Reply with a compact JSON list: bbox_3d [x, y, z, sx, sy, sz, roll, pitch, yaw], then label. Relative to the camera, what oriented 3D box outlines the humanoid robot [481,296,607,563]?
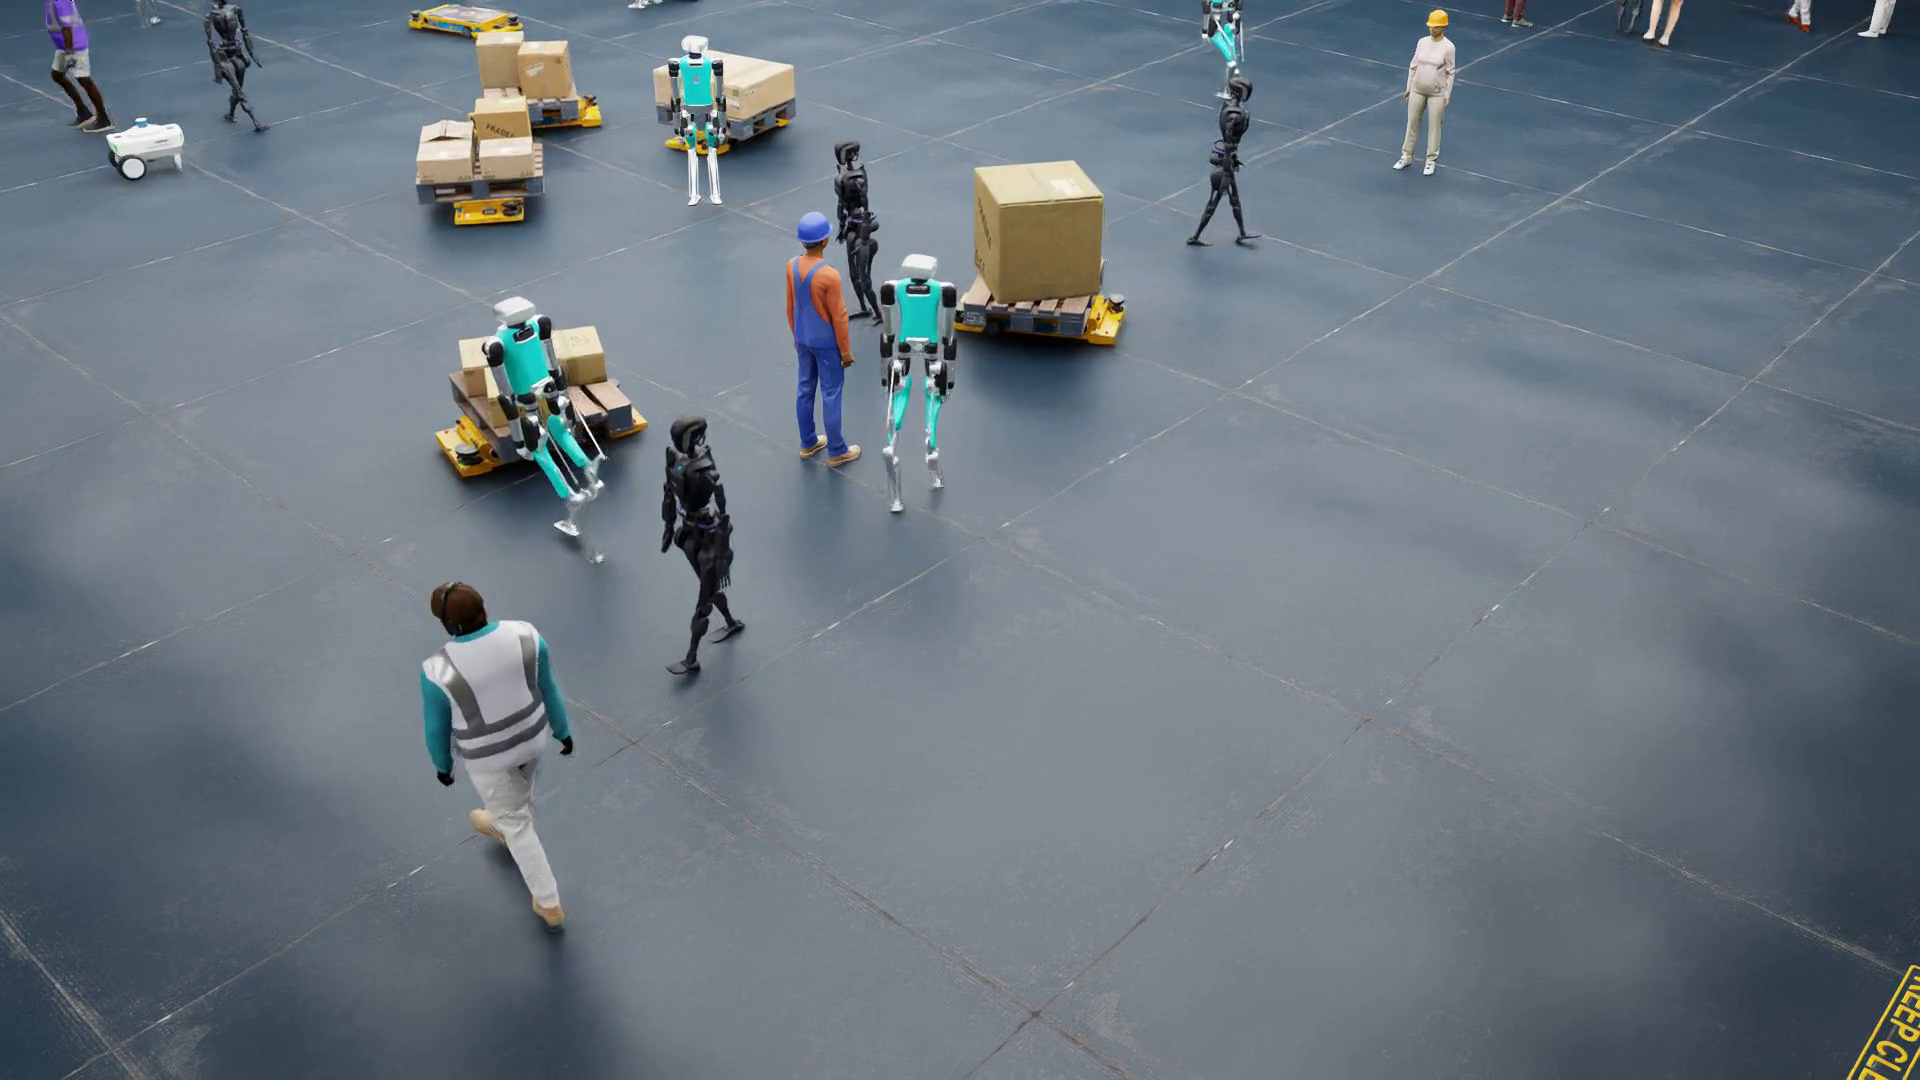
[{"bbox_3d":[-2.594,-0.637,10.891,0.797,1.886,0.557,19,37,28],"label":"humanoid robot"}]

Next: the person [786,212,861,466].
[{"bbox_3d":[-1.000,-1.430,11.902,0.516,1.912,0.363,20,37,29],"label":"person"}]

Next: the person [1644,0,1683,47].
[{"bbox_3d":[9.296,-7.339,21.491,0.562,1.826,0.548,3,32,4],"label":"person"}]

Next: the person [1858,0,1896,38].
[{"bbox_3d":[12.219,-7.441,21.834,0.514,1.641,0.308,-23,38,-32],"label":"person"}]

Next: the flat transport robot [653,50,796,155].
[{"bbox_3d":[-2.577,-4.606,18.570,0.659,0.231,1.431,18,36,26],"label":"flat transport robot"}]

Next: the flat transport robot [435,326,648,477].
[{"bbox_3d":[-3.157,-0.863,12.543,1.431,0.231,0.659,-18,36,-27],"label":"flat transport robot"}]

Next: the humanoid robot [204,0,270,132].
[{"bbox_3d":[-8.120,-5.394,18.570,0.844,1.617,0.592,15,35,22],"label":"humanoid robot"}]

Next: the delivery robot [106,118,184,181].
[{"bbox_3d":[-8.602,-4.126,17.546,0.786,0.614,0.523,-21,37,-29],"label":"delivery robot"}]

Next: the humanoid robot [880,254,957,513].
[{"bbox_3d":[-0.305,-0.994,11.390,0.537,1.775,0.818,2,32,4],"label":"humanoid robot"}]

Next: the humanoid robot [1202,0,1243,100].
[{"bbox_3d":[3.124,-5.886,19.269,0.544,1.793,0.854,-14,35,-22],"label":"humanoid robot"}]

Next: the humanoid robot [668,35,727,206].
[{"bbox_3d":[-2.541,-4.139,16.305,0.533,1.673,0.735,-3,32,-5],"label":"humanoid robot"}]

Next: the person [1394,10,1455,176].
[{"bbox_3d":[4.876,-4.654,17.293,0.476,1.696,0.327,21,38,30],"label":"person"}]

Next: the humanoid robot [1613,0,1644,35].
[{"bbox_3d":[8.873,-7.515,21.937,0.386,1.646,0.599,-27,41,-37],"label":"humanoid robot"}]

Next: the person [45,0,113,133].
[{"bbox_3d":[-9.890,-5.455,18.355,0.594,1.936,0.643,-19,37,-28],"label":"person"}]

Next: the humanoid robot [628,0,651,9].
[{"bbox_3d":[-4.443,-8.220,22.921,0.703,1.714,0.530,11,34,18],"label":"humanoid robot"}]

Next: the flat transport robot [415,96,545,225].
[{"bbox_3d":[-4.804,-3.526,16.832,0.659,0.231,1.431,-6,32,-10],"label":"flat transport robot"}]

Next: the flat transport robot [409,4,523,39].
[{"bbox_3d":[-6.668,-6.992,22.412,1.431,0.231,0.659,16,35,24],"label":"flat transport robot"}]

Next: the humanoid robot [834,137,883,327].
[{"bbox_3d":[-0.849,-2.597,14.015,0.375,1.652,0.593,-16,35,-23],"label":"humanoid robot"}]

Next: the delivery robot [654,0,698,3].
[{"bbox_3d":[-4.042,-7.991,23.769,0.797,0.614,0.499,-11,33,-17],"label":"delivery robot"}]

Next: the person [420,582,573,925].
[{"bbox_3d":[-2.251,0.992,8.112,0.973,1.785,0.651,27,41,36],"label":"person"}]

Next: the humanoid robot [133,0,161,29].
[{"bbox_3d":[-11.036,-7.647,22.178,0.550,1.883,0.749,-21,38,-30],"label":"humanoid robot"}]

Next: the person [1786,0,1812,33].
[{"bbox_3d":[11.410,-7.734,22.149,0.558,1.809,0.615,-9,33,-13],"label":"person"}]

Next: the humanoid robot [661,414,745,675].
[{"bbox_3d":[-1.573,0.002,9.832,0.603,1.634,0.705,28,41,37],"label":"humanoid robot"}]

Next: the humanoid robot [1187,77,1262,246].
[{"bbox_3d":[2.522,-3.511,15.494,0.703,1.633,0.600,8,33,12],"label":"humanoid robot"}]

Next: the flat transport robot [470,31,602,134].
[{"bbox_3d":[-4.845,-4.860,18.979,1.431,0.231,0.659,-8,33,-12],"label":"flat transport robot"}]

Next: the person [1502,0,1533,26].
[{"bbox_3d":[7.621,-7.837,22.320,0.380,1.805,0.551,-8,33,-12],"label":"person"}]

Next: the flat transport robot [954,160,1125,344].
[{"bbox_3d":[0.663,-1.945,14.286,1.431,0.231,0.659,7,33,11],"label":"flat transport robot"}]
